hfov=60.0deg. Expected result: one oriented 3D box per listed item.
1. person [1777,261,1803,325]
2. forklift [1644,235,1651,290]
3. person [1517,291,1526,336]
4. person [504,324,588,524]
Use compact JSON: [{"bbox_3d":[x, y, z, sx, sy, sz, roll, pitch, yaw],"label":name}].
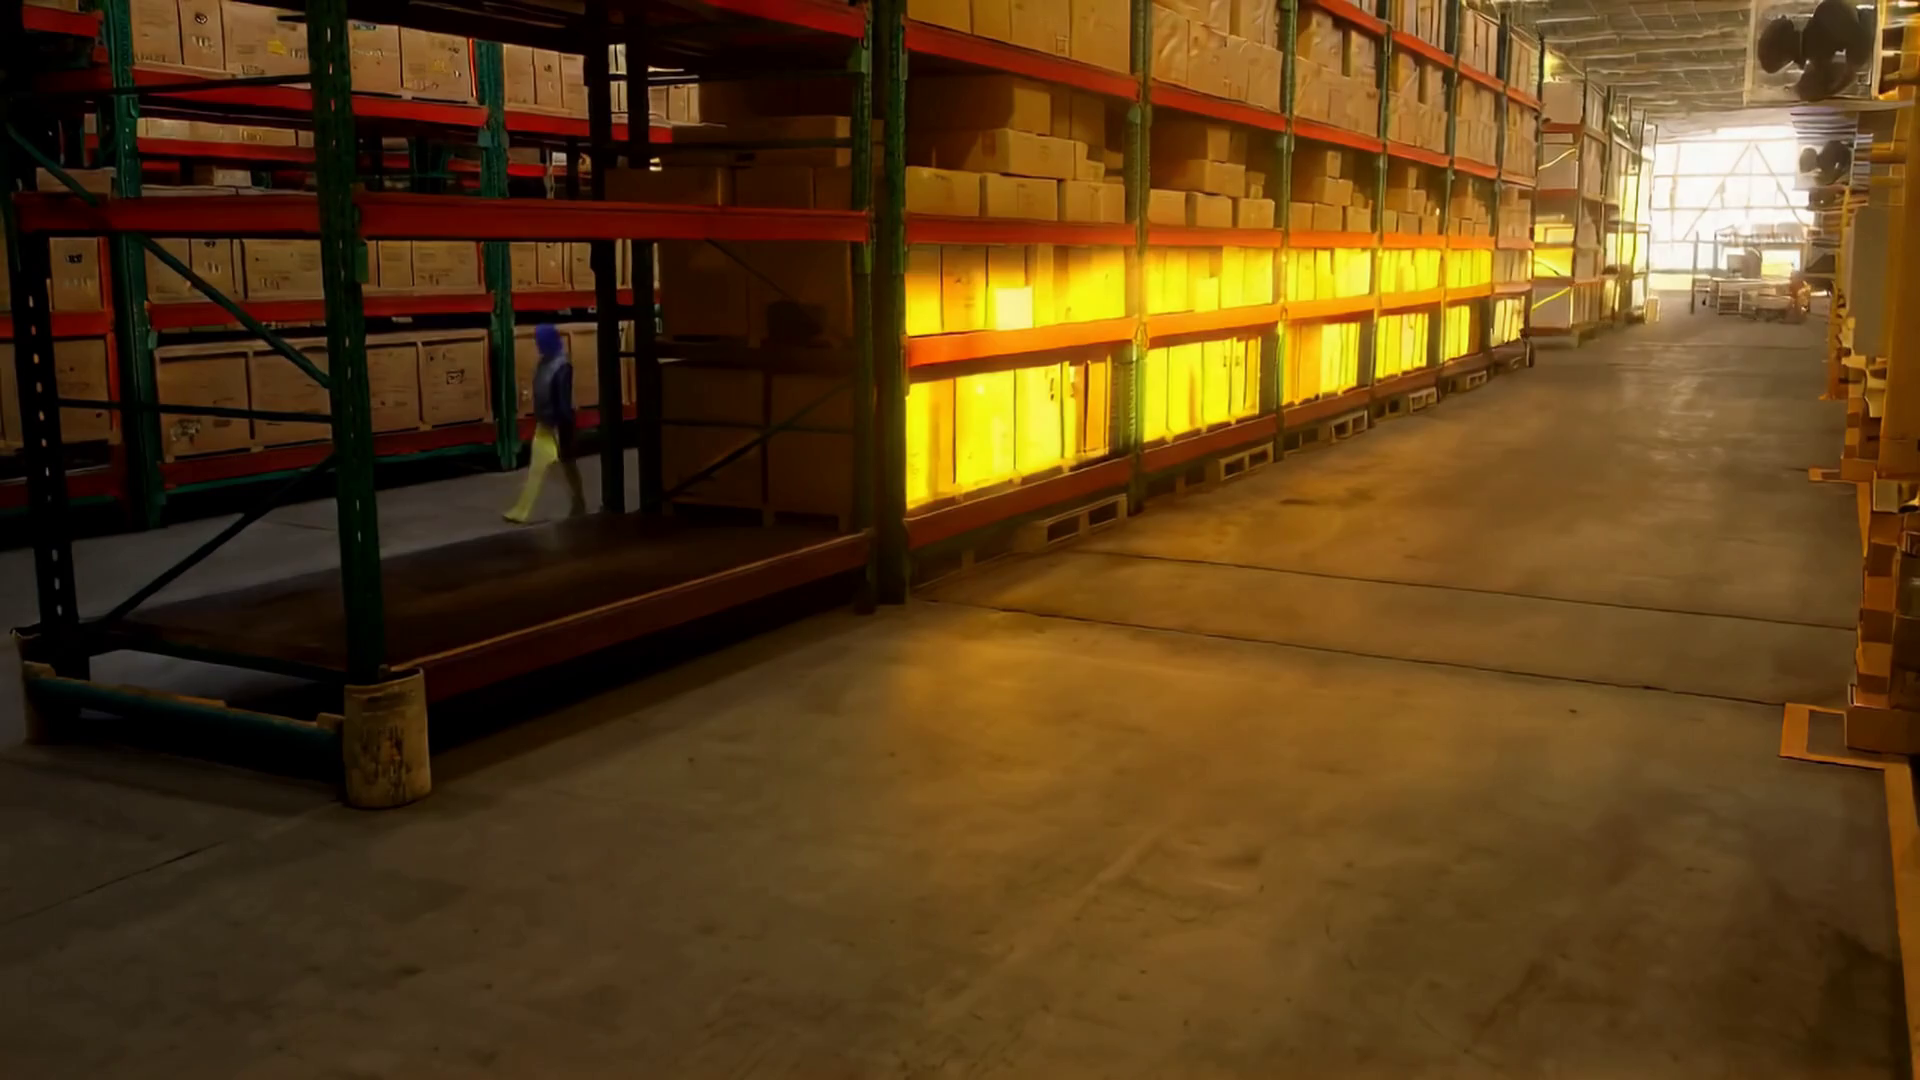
[{"bbox_3d":[25.364,-7.512,50.653,0.562,1.941,0.593,-9,13,-43],"label":"person"},{"bbox_3d":[25.103,-9.939,61.886,1.129,2.768,1.873,5,11,27],"label":"forklift"},{"bbox_3d":[11.975,-4.942,35.808,0.419,1.892,0.672,0,10,-3],"label":"person"},{"bbox_3d":[-3.307,-0.923,13.350,0.540,1.602,0.707,9,13,41],"label":"person"}]
